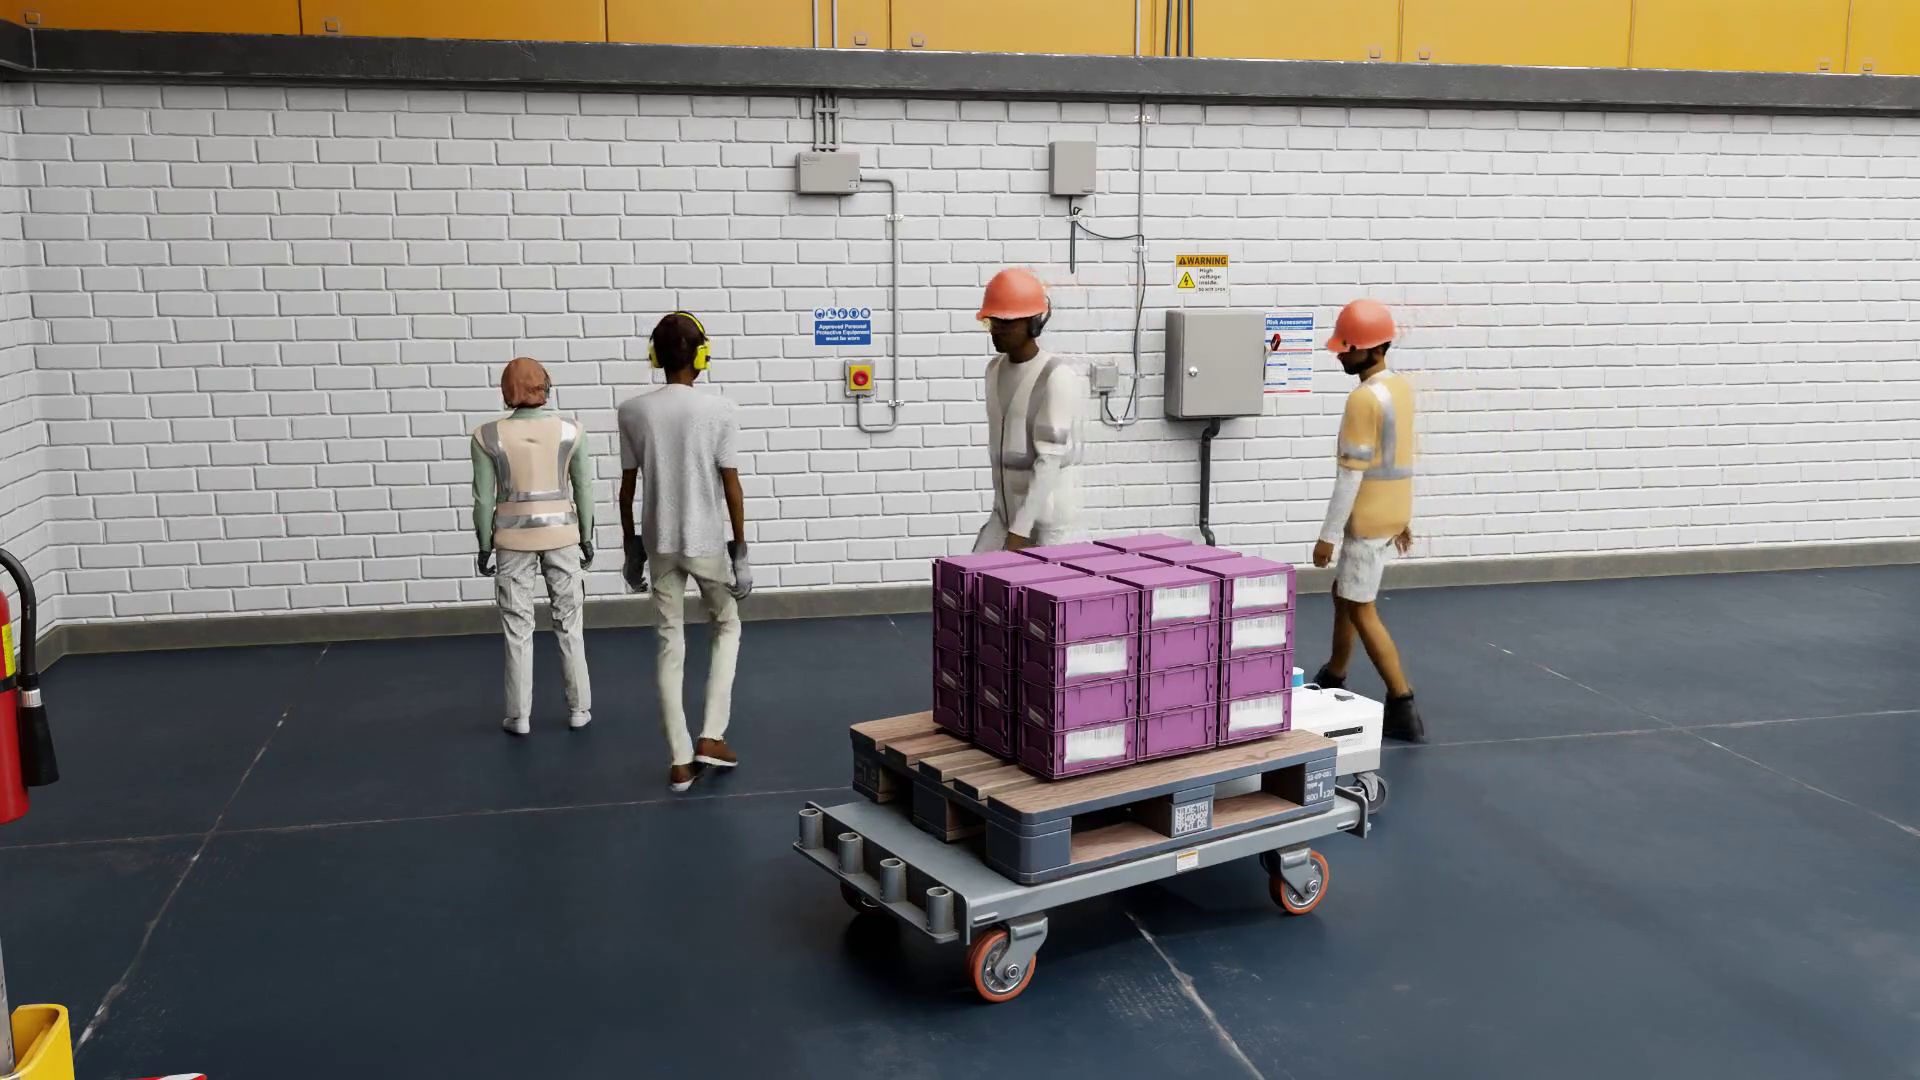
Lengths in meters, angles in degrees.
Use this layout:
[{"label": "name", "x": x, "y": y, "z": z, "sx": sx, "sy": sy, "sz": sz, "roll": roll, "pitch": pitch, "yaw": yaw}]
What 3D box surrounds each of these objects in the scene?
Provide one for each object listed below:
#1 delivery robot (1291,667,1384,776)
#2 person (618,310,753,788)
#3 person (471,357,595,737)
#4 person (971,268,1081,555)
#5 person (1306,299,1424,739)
[{"label": "delivery robot", "x": 1.212, "y": 0.712, "z": 6.143, "sx": 0.707, "sy": 0.478, "sz": 0.477, "roll": -5, "pitch": 11, "yaw": -27}, {"label": "person", "x": -1.061, "y": 0.035, "z": 6.536, "sx": 0.552, "sy": 1.857, "sz": 0.494, "roll": 1, "pitch": 10, "yaw": 7}, {"label": "person", "x": -1.824, "y": 0.034, "z": 7.155, "sx": 0.514, "sy": 1.639, "sz": 0.310, "roll": -4, "pitch": 11, "yaw": -19}, {"label": "person", "x": 0.194, "y": -0.102, "z": 6.878, "sx": 0.840, "sy": 2.007, "sz": 0.604, "roll": -8, "pitch": 13, "yaw": -36}, {"label": "person", "x": 1.745, "y": -0.085, "z": 7.190, "sx": 0.743, "sy": 1.893, "sz": 0.597, "roll": 6, "pitch": 12, "yaw": 31}]
